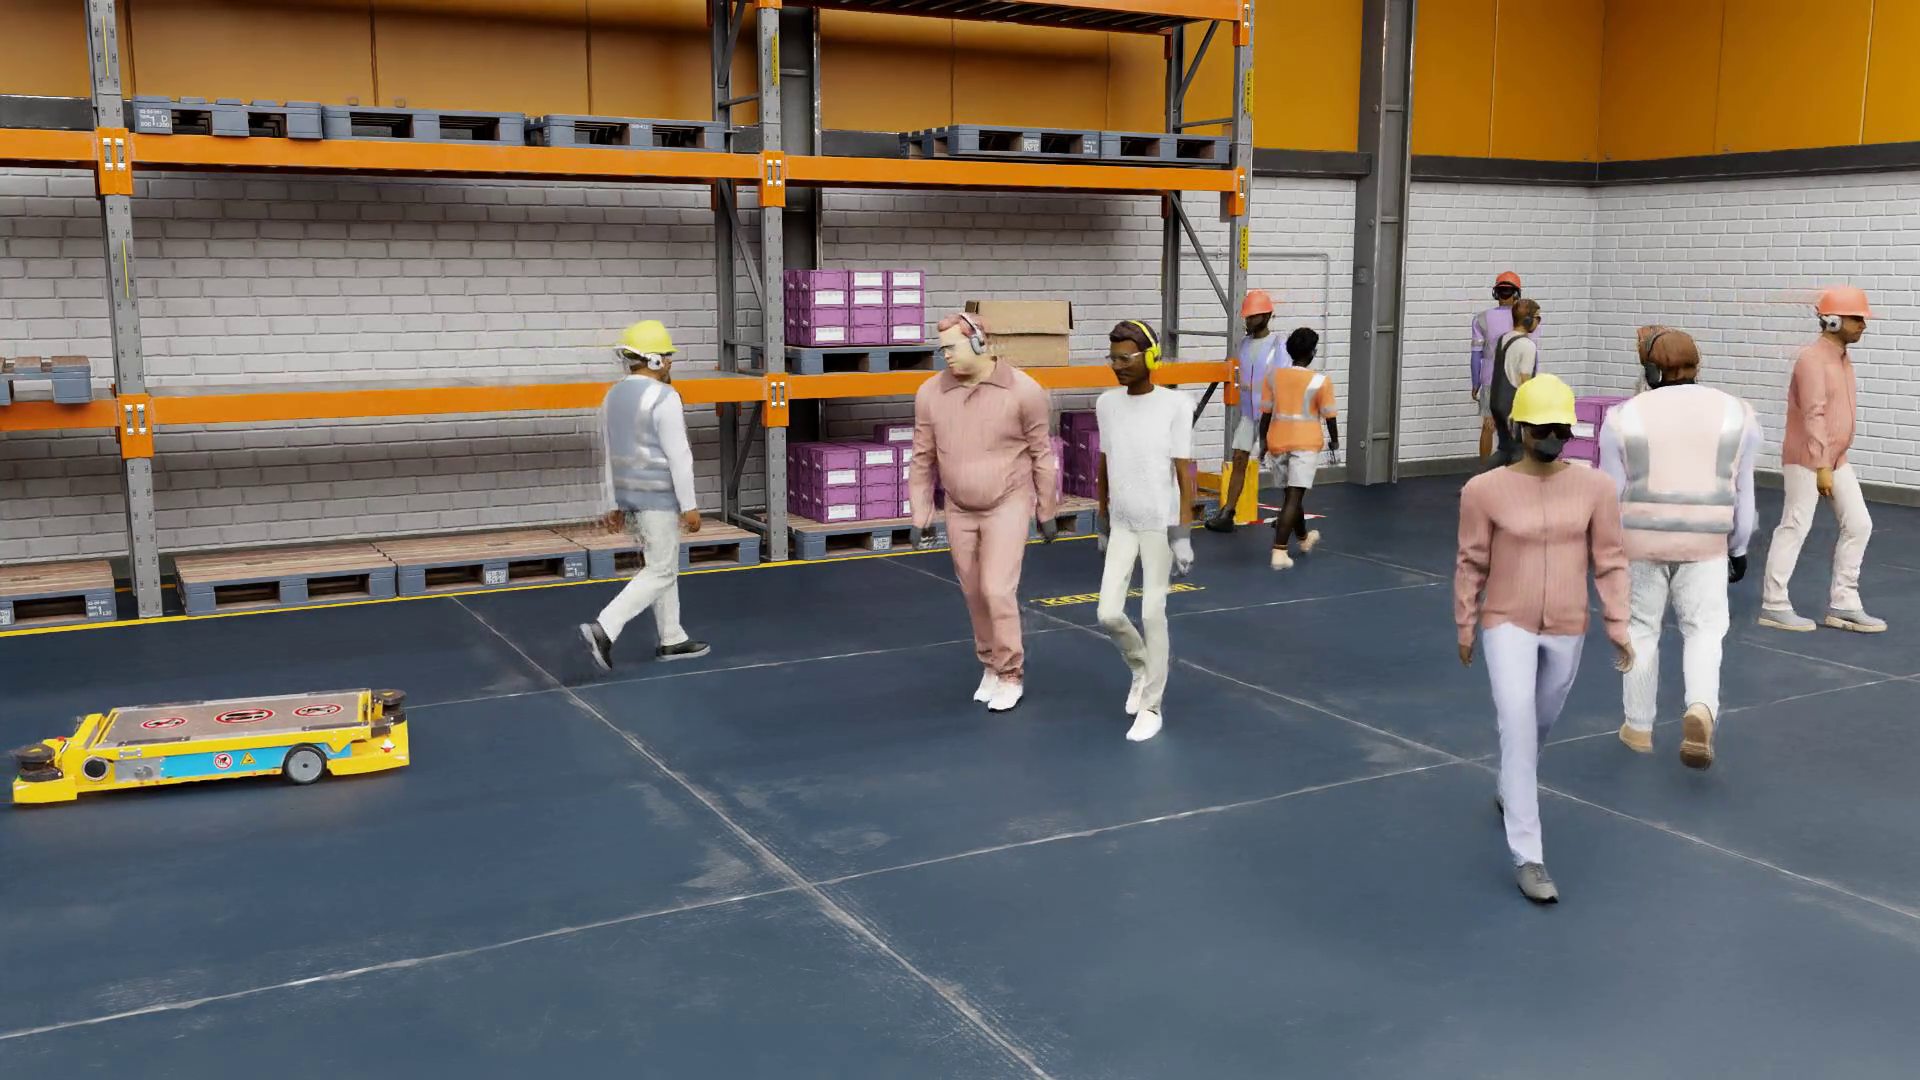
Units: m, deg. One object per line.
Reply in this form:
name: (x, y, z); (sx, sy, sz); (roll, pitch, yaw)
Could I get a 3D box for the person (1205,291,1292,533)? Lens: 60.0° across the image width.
person: (2.362, -0.996, 13.035); (0.974, 1.888, 0.555); (-8, 12, -41)

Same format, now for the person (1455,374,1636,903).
person: (1.973, 0.285, 5.721); (0.537, 1.720, 0.924); (0, 9, 0)

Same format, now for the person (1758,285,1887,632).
person: (4.919, -0.429, 9.323); (0.621, 1.967, 0.771); (-8, 12, -39)

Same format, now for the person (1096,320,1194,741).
person: (0.829, -0.041, 7.341); (0.542, 1.850, 0.446); (6, 11, 31)

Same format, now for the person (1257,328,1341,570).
person: (2.385, -0.646, 11.576); (0.552, 1.643, 0.877); (8, 12, 40)

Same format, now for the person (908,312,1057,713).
person: (0.105, -0.128, 7.796); (0.663, 1.866, 0.655); (4, 10, 25)

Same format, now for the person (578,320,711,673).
person: (-1.642, -0.220, 8.535); (0.757, 1.811, 0.603); (-8, 12, -41)

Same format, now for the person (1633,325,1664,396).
person: (5.444, -0.873, 13.045); (0.428, 1.623, 0.537); (5, 11, 27)

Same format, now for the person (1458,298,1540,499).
person: (4.426, -1.044, 13.504); (0.553, 1.826, 0.526); (-2, 10, -13)

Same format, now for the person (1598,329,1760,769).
person: (2.949, 0.041, 6.886); (0.637, 1.822, 0.707); (2, 10, 14)

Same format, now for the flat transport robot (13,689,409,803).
flat transport robot: (-3.024, 0.824, 6.834); (1.431, 0.197, 0.652); (-3, 10, -19)

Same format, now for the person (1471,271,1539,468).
person: (5.084, -1.488, 15.562); (0.606, 2.038, 0.382); (4, 10, 26)
